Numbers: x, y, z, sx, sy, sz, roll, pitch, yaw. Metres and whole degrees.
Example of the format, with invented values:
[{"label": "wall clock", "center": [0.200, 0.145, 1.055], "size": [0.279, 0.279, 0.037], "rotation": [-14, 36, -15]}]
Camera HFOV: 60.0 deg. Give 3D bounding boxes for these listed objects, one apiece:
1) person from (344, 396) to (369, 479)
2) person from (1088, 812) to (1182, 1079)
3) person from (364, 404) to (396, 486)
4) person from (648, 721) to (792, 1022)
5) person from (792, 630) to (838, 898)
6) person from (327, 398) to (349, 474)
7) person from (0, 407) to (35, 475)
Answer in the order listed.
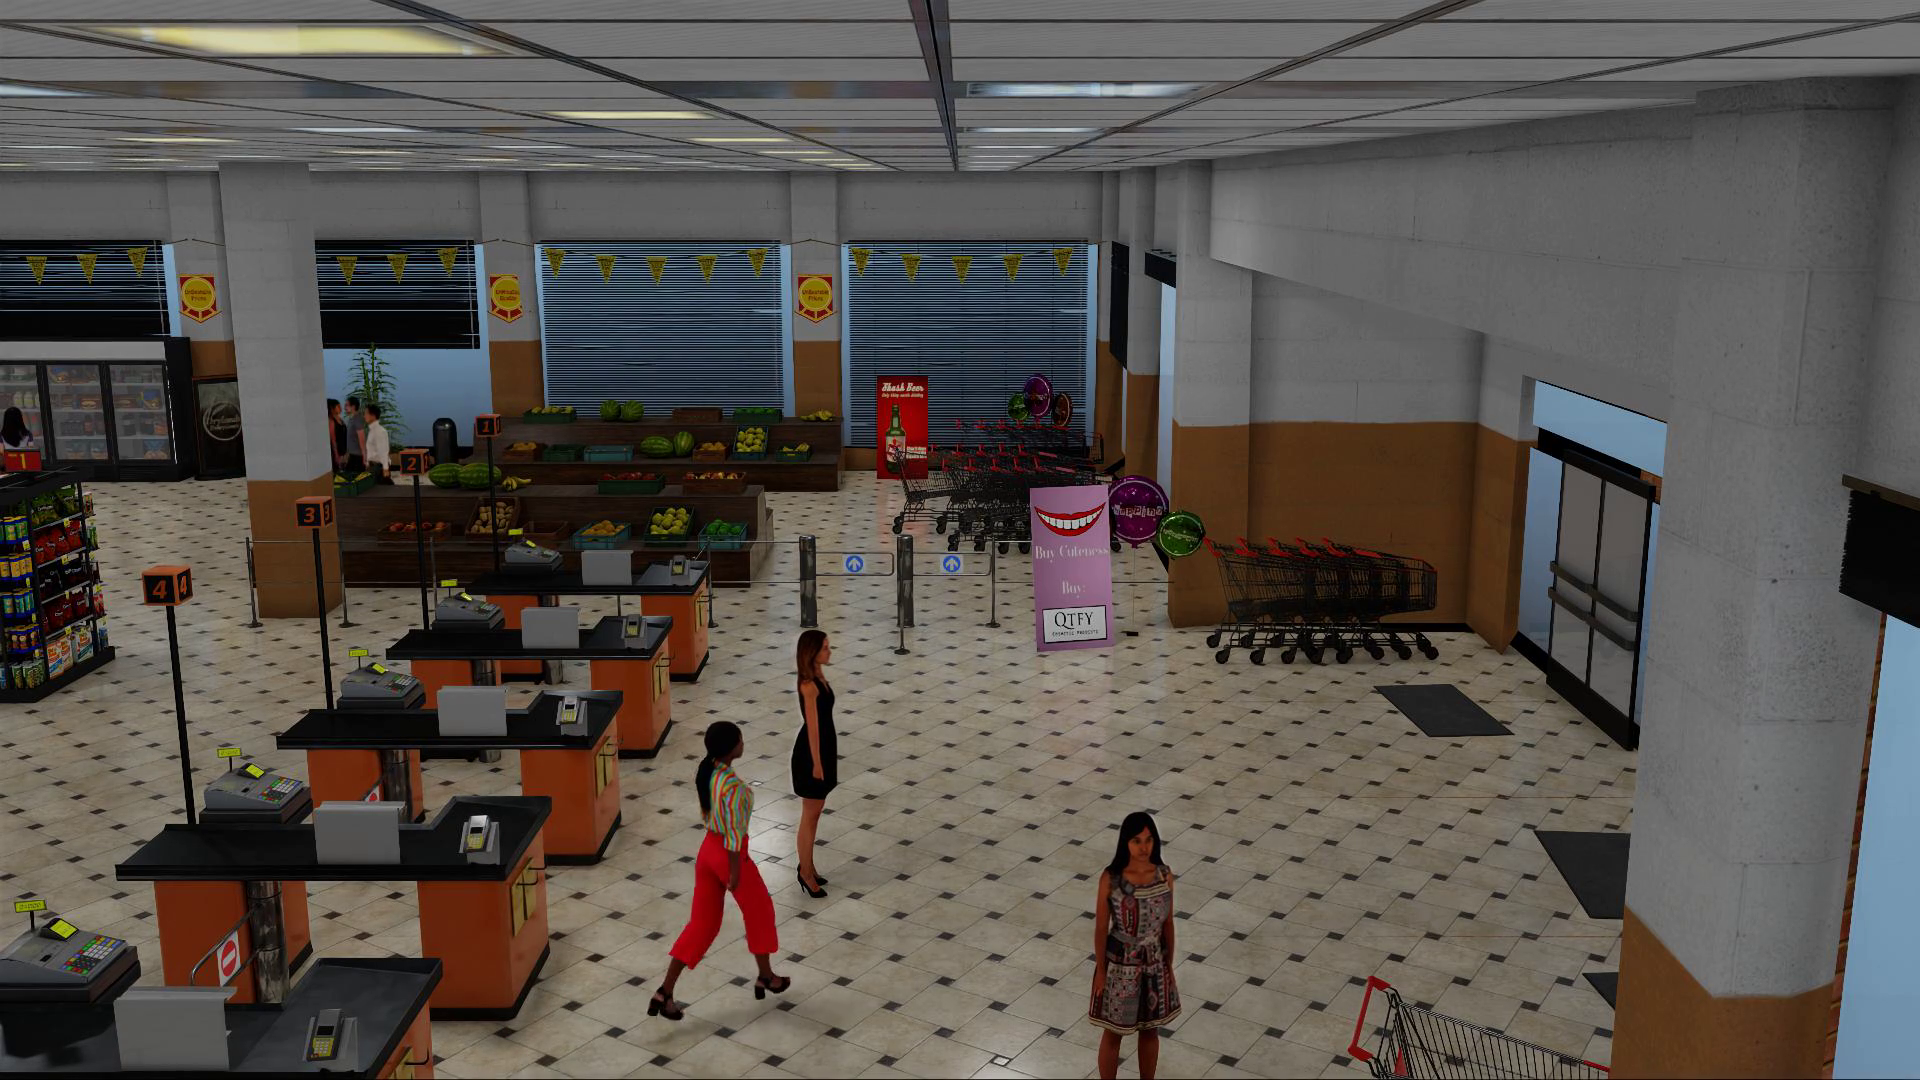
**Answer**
[{"label": "person", "center": [-8.767, -1.246, 24.490], "size": [1.173, 1.731, 0.880], "rotation": [-5, 13, -23]}, {"label": "person", "center": [0.891, 2.169, 8.481], "size": [0.569, 1.645, 0.764], "rotation": [-3, 12, -15]}, {"label": "person", "center": [-7.978, -0.976, 23.143], "size": [1.288, 1.756, 1.024], "rotation": [-5, 13, -24]}, {"label": "person", "center": [-1.424, 1.912, 9.440], "size": [1.092, 1.753, 1.153], "rotation": [11, 16, 43]}, {"label": "person", "center": [-0.980, 1.496, 11.216], "size": [0.509, 1.834, 0.570], "rotation": [0, 12, 0]}, {"label": "person", "center": [-9.334, -1.309, 24.947], "size": [0.559, 1.666, 0.585], "rotation": [1, 12, 3]}, {"label": "person", "center": [-13.332, -1.034, 23.548], "size": [0.575, 1.704, 0.712], "rotation": [-5, 13, -21]}]
